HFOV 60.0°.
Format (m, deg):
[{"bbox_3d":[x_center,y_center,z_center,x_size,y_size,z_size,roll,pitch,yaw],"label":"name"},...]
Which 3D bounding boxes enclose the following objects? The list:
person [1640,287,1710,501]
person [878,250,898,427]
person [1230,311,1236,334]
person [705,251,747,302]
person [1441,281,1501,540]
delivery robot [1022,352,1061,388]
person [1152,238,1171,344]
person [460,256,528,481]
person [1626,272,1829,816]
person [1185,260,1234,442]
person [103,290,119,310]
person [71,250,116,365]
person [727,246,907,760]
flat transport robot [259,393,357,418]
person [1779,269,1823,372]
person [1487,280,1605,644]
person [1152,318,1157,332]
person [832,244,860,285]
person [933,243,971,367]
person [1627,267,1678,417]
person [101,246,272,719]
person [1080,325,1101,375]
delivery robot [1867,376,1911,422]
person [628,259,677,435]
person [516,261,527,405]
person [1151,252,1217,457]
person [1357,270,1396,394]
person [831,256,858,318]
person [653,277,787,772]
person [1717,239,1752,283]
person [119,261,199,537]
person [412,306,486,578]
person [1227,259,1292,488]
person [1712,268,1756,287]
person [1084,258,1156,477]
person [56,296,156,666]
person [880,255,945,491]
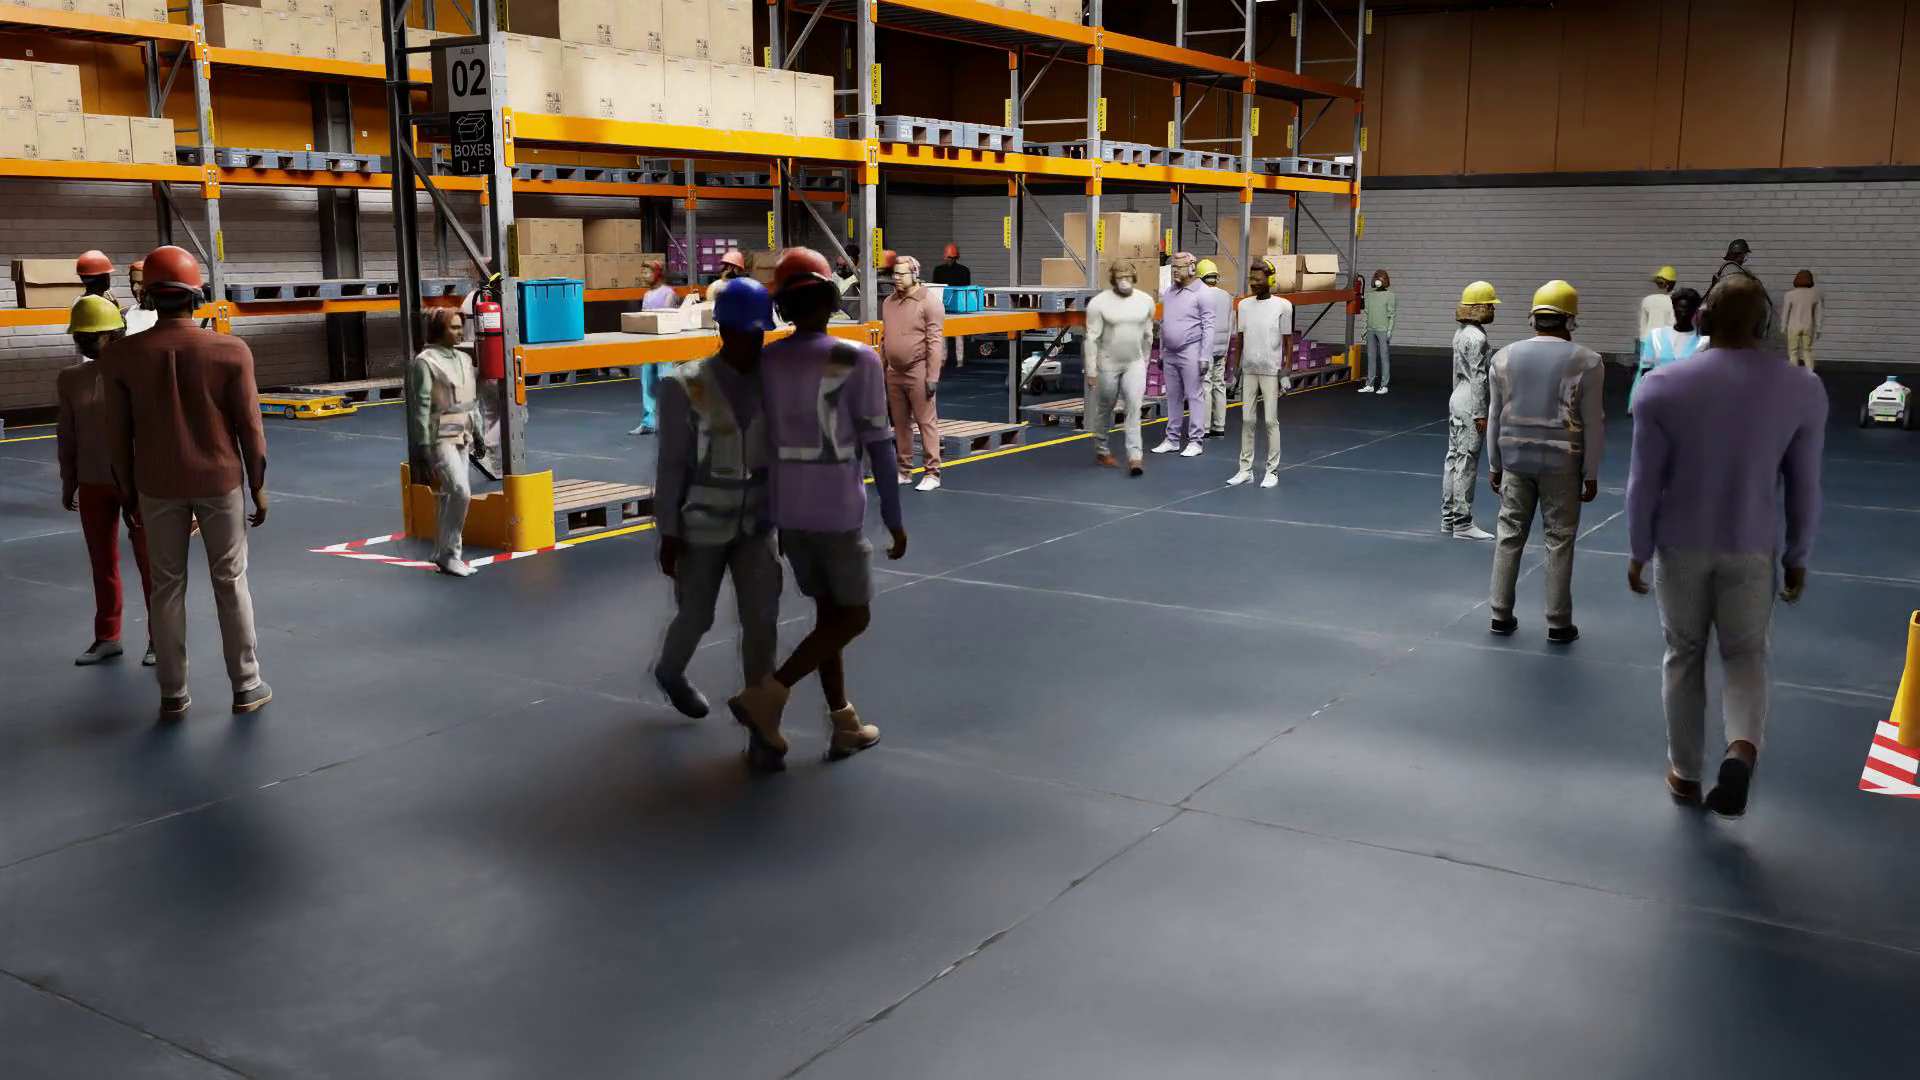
[{"bbox_3d":[5.276,-1.016,12.230,0.546,1.685,0.535,8,13,36],"label":"person"},{"bbox_3d":[-0.836,-2.144,17.863,0.543,1.923,0.552,-10,14,-44],"label":"person"},{"bbox_3d":[4.100,-3.463,25.284,0.416,1.870,0.607,-4,11,-20],"label":"person"},{"bbox_3d":[-2.598,-2.226,18.342,0.539,1.905,0.576,7,13,36],"label":"person"},{"bbox_3d":[3.493,-0.880,11.335,0.295,1.744,0.484,0,10,0],"label":"person"},{"bbox_3d":[0.999,-2.232,21.854,0.477,0.478,0.707,10,14,44],"label":"delivery robot"},{"bbox_3d":[2.827,-3.217,23.448,0.609,2.044,0.397,-3,11,-18],"label":"person"},{"bbox_3d":[-3.897,-1.408,13.852,0.662,1.886,0.491,9,14,41],"label":"person"},{"bbox_3d":[2.637,0.039,5.780,0.625,1.922,0.669,3,11,19],"label":"person"},{"bbox_3d":[2.488,-1.900,16.759,0.591,1.824,0.404,-9,14,-42],"label":"person"},{"bbox_3d":[-6.811,-1.193,13.353,0.523,1.638,0.311,1,10,5],"label":"person"},{"bbox_3d":[-6.643,-1.264,12.908,0.547,1.942,0.344,9,13,40],"label":"person"},{"bbox_3d":[-0.566,-0.106,6.335,0.639,1.999,0.689,7,12,33],"label":"person"},{"bbox_3d":[-7.762,-1.561,19.182,1.431,0.197,0.652,4,11,20],"label":"flat transport robot"},{"bbox_3d":[11.420,-2.852,22.577,0.512,1.620,0.412,2,10,9],"label":"person"},{"bbox_3d":[2.956,-0.392,8.422,0.591,1.823,0.405,9,13,40],"label":"person"},{"bbox_3d":[2.486,-3.110,23.240,0.544,1.911,0.659,0,10,-1],"label":"person"},{"bbox_3d":[-1.476,-3.067,22.831,0.607,1.965,0.366,1,10,8],"label":"person"},{"bbox_3d":[-0.127,-3.719,26.447,0.645,1.969,0.463,0,10,0],"label":"person"},{"bbox_3d":[7.976,-2.251,18.996,0.893,1.720,0.535,-7,12,-33],"label":"person"},{"bbox_3d":[-3.256,-0.234,7.050,0.612,1.997,0.375,-3,11,-16],"label":"person"},{"bbox_3d":[2.003,-3.447,25.047,0.373,1.927,0.589,-8,13,-36],"label":"person"},{"bbox_3d":[10.022,-1.524,17.920,0.477,0.478,0.707,7,13,34],"label":"delivery robot"},{"bbox_3d":[-3.096,-2.008,17.343,0.743,1.825,0.579,-8,13,-39],"label":"person"},{"bbox_3d":[-5.342,-2.488,19.967,0.528,1.851,0.713,1,10,6],"label":"person"},{"bbox_3d":[2.090,-1.737,15.625,0.402,1.911,0.638,-8,13,-37],"label":"person"},{"bbox_3d":[5.527,-2.753,22.004,0.280,1.636,0.500,-8,13,-37],"label":"person"},{"bbox_3d":[-1.406,-2.659,20.955,0.429,1.837,0.629,-3,11,-17],"label":"person"},{"bbox_3d":[-0.964,-0.093,6.570,0.626,1.898,0.905,-6,12,-31],"label":"person"},{"bbox_3d":[11.107,-3.282,23.814,0.538,2.000,0.687,3,11,14],"label":"person"},{"bbox_3d":[-5.455,-0.944,11.298,0.584,1.882,0.346,1,10,5],"label":"person"},{"bbox_3d":[-3.011,-0.578,9.957,0.433,1.623,0.538,3,11,15],"label":"person"},{"bbox_3d":[2.467,-1.357,13.639,0.532,1.864,0.312,8,13,36],"label":"person"},{"bbox_3d":[11.901,-3.516,25.672,0.634,1.839,0.429,3,11,17],"label":"person"},{"bbox_3d":[1.375,-1.498,14.433,0.638,1.868,1.099,-2,10,-10],"label":"person"},{"bbox_3d":[-4.012,-0.268,7.886,0.532,1.765,0.328,1,10,3],"label":"person"},{"bbox_3d":[-0.423,-1.348,13.505,0.634,1.900,0.398,9,13,40],"label":"person"}]
